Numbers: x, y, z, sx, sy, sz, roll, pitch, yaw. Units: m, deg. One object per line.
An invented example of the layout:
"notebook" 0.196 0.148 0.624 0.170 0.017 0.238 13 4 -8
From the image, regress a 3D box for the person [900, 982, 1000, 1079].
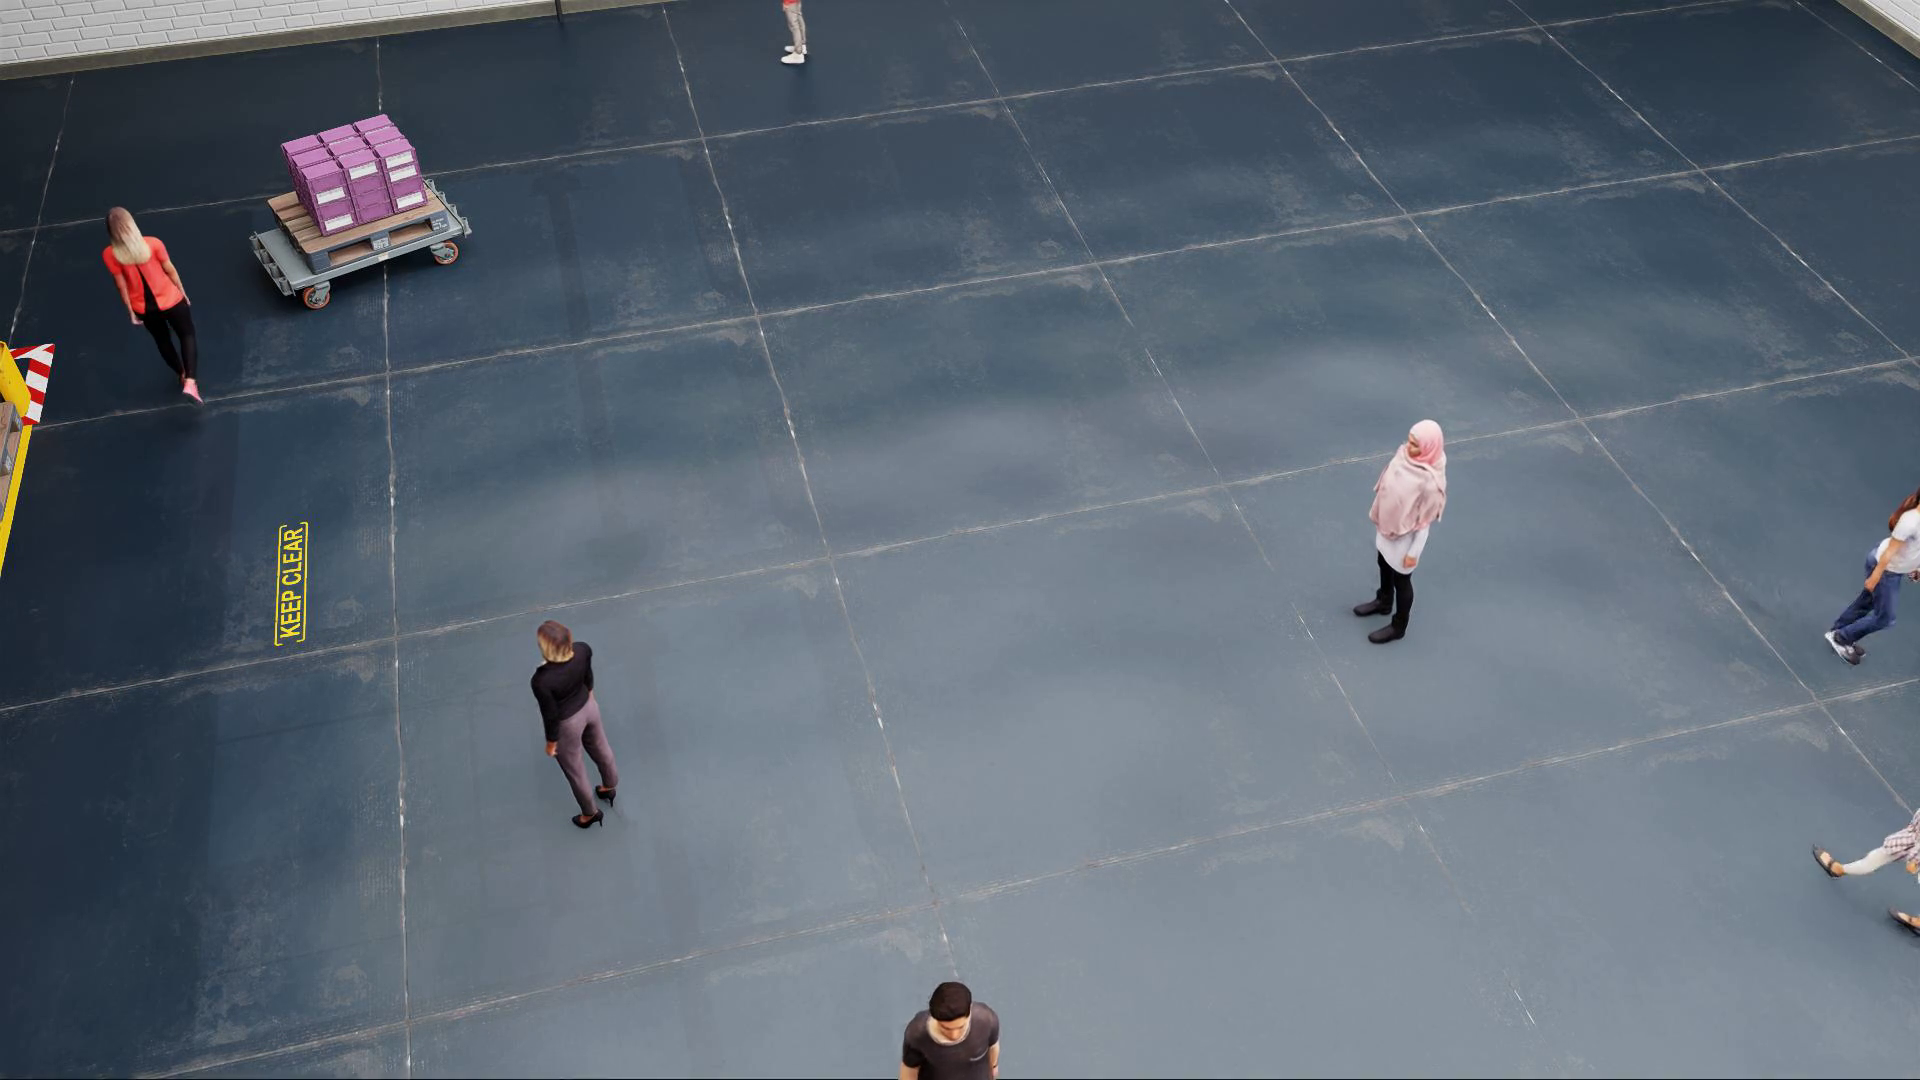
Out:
"person" -0.052 2.548 8.067 0.727 1.674 1.075 -6 44 -6

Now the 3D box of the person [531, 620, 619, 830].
"person" -2.224 1.067 9.623 0.733 1.672 0.665 20 47 20

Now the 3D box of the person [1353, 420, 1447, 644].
"person" 2.861 -0.068 10.723 0.668 1.799 0.488 -11 45 -11

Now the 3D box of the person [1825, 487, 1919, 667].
"person" 5.916 0.136 10.688 0.637 1.552 0.690 -33 53 -30

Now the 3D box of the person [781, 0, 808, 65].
"person" -1.684 -5.497 16.698 0.641 1.418 0.528 7 44 7

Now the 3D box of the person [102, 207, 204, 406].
"person" -6.053 -1.732 12.556 0.620 1.680 0.966 -13 45 -14

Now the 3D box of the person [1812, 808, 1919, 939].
"person" 5.407 1.734 9.217 0.750 1.266 1.004 -27 50 -26
